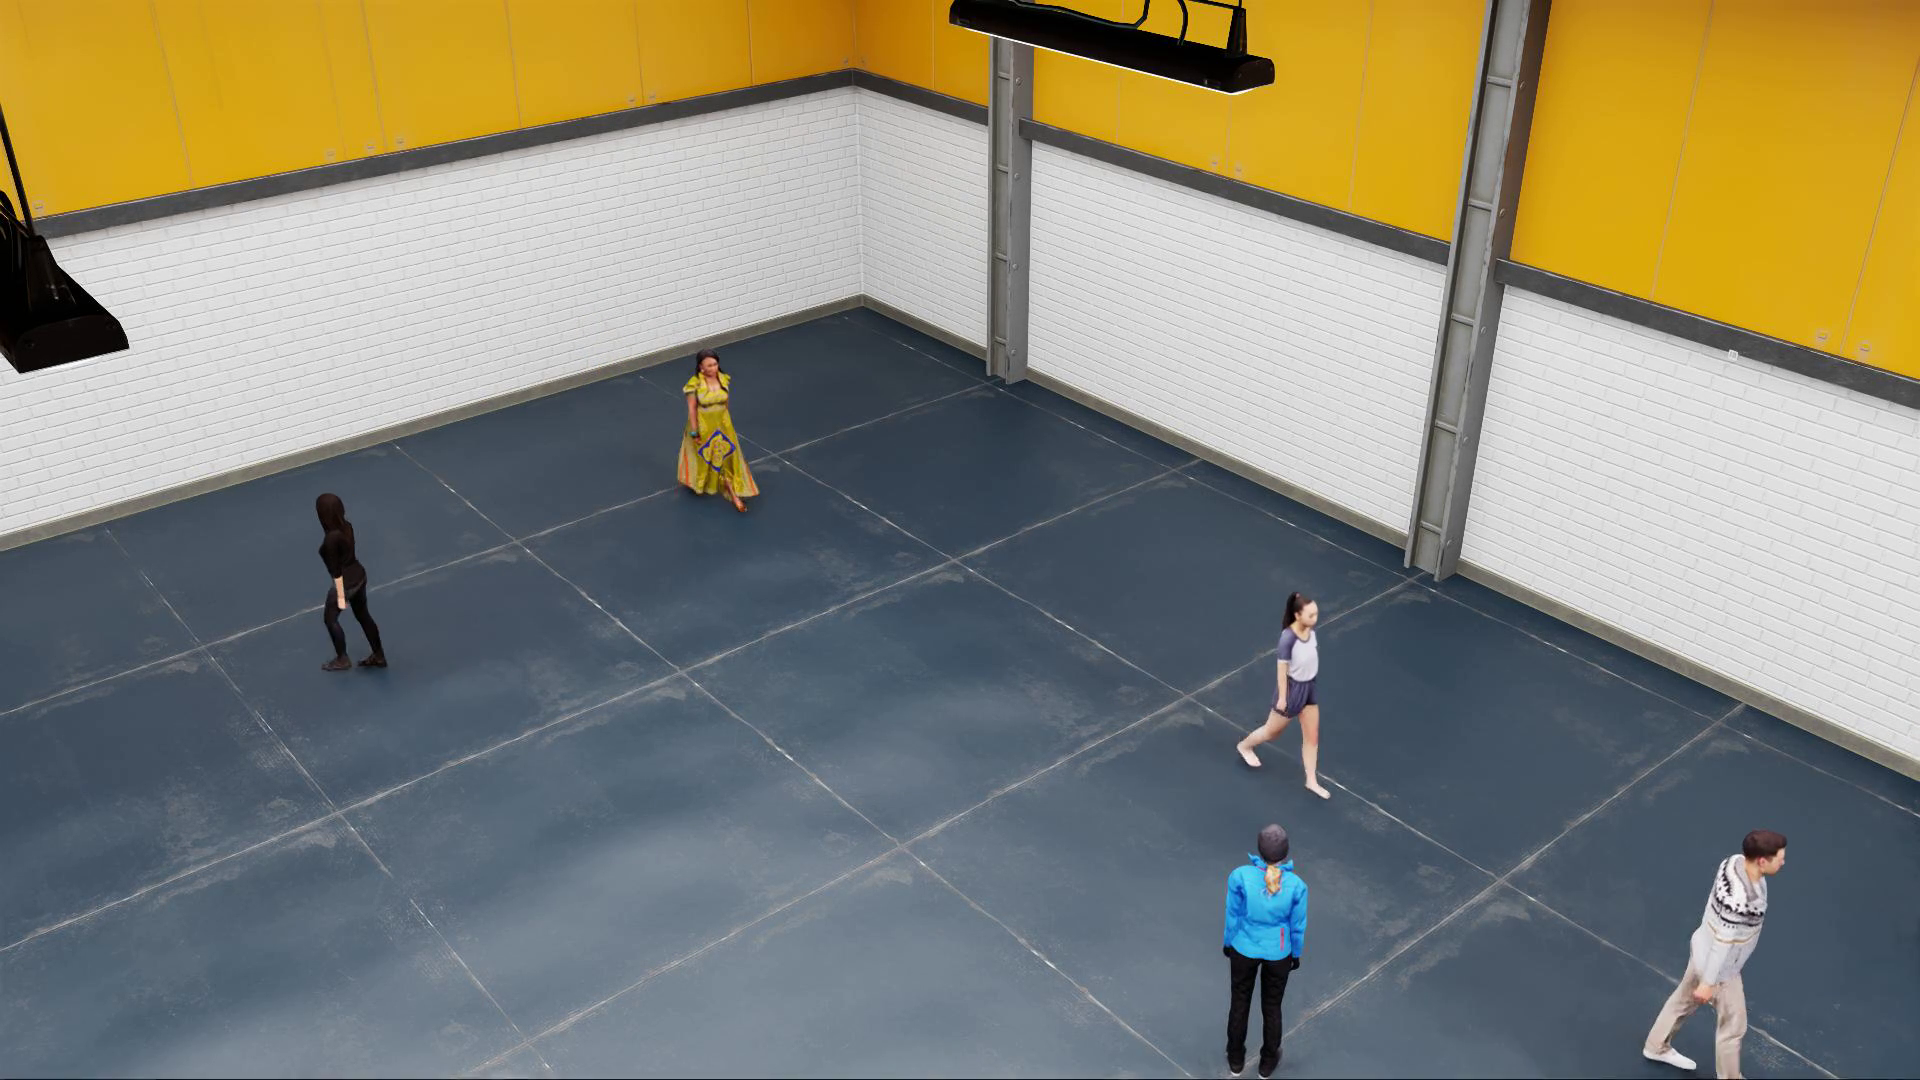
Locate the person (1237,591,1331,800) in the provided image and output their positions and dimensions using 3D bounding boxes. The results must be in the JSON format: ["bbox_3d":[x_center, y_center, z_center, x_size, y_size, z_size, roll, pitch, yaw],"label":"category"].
[{"bbox_3d":[2.404,1.113,12.340,0.637,1.613,1.043,-24,36,-36],"label":"person"}]

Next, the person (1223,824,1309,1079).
[{"bbox_3d":[1.765,2.416,9.753,0.657,1.800,0.755,7,29,13],"label":"person"}]

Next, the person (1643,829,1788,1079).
[{"bbox_3d":[4.336,2.420,9.711,1.113,1.835,0.989,11,30,19],"label":"person"}]

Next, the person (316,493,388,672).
[{"bbox_3d":[-4.960,0.375,13.686,0.880,1.618,0.816,3,29,6],"label":"person"}]

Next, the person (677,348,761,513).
[{"bbox_3d":[-2.517,-1.118,16.436,0.739,1.607,1.201,-21,35,-33],"label":"person"}]
